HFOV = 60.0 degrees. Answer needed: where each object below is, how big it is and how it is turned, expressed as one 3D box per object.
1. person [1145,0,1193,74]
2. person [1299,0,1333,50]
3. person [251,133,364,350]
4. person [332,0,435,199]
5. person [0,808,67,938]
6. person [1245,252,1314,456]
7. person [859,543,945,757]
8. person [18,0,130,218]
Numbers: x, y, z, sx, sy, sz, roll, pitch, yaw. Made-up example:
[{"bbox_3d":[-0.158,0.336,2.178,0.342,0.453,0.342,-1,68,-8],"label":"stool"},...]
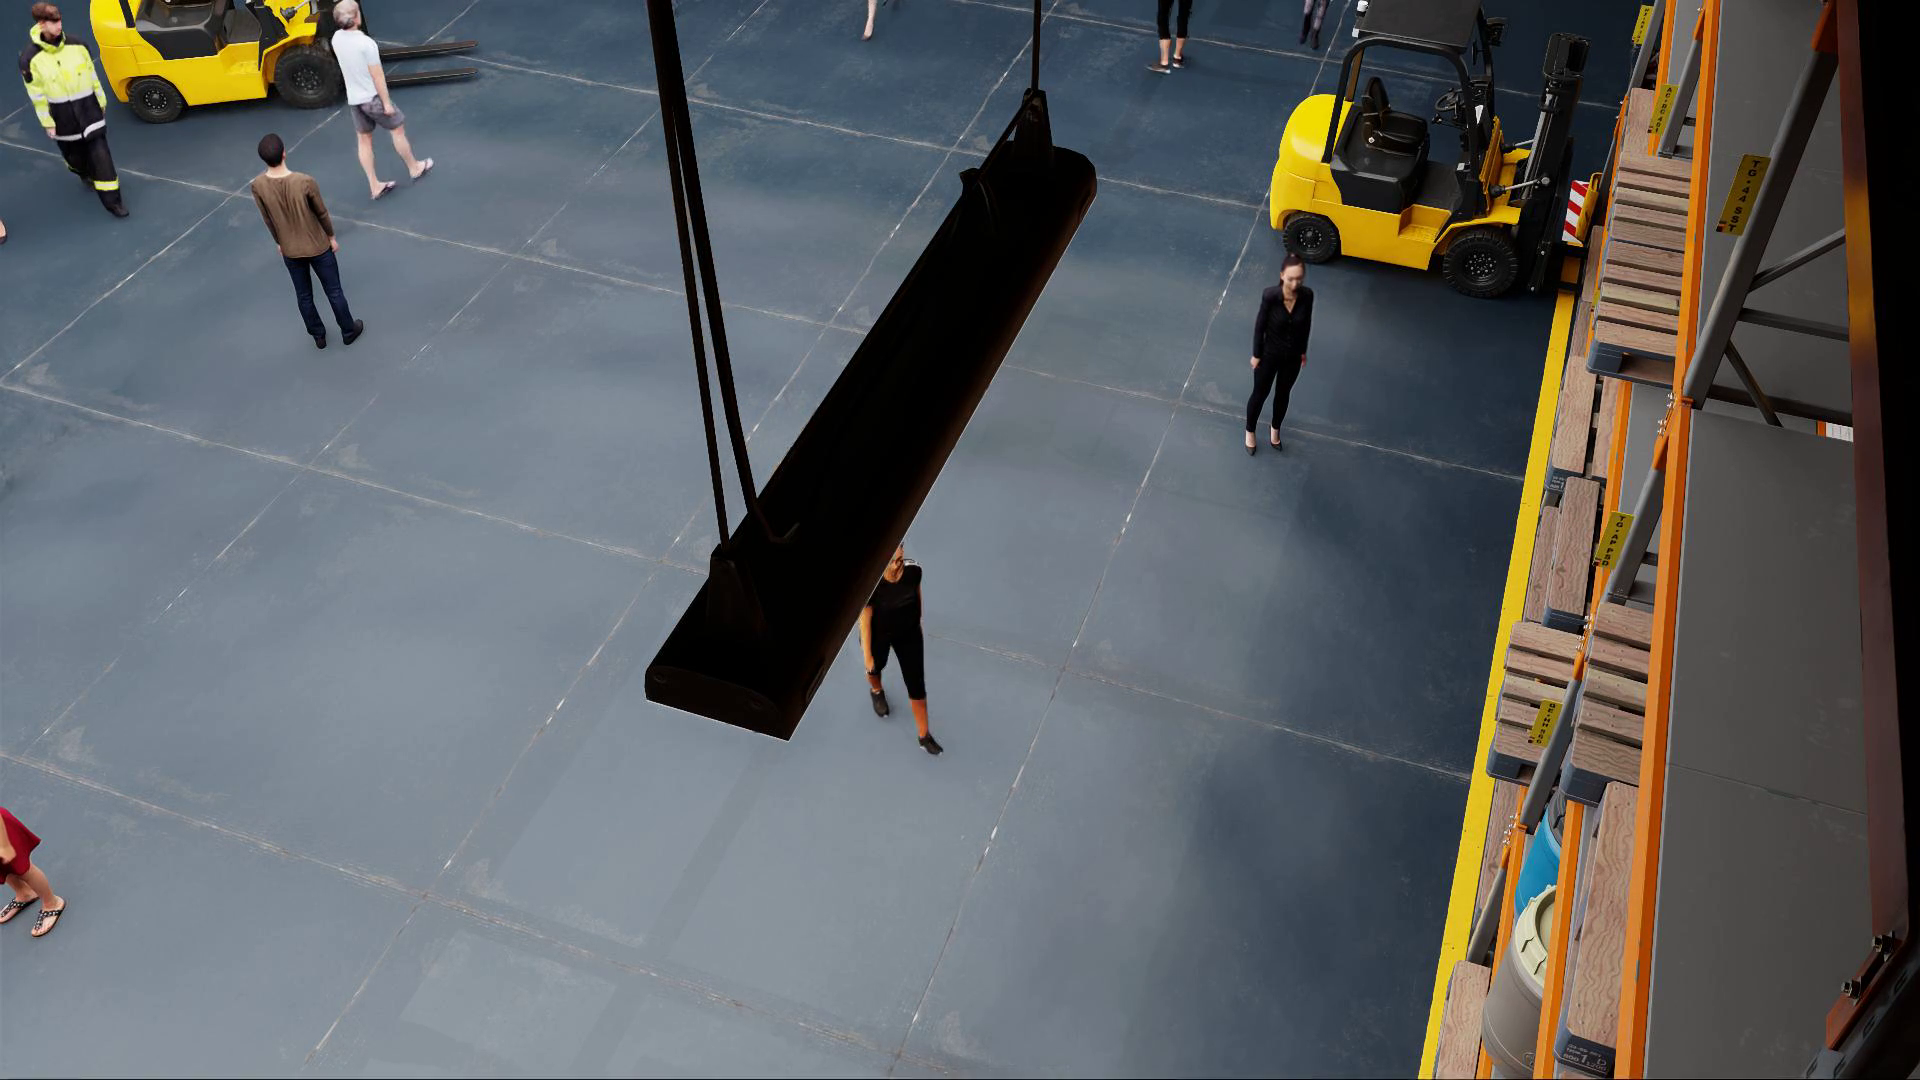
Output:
[{"bbox_3d":[2.183,-5.515,16.542,0.756,1.703,0.815,-7,44,-7],"label":"person"},{"bbox_3d":[3.703,-5.693,17.043,0.531,1.270,0.569,6,44,7],"label":"person"},{"bbox_3d":[-5.155,-2.334,13.069,0.740,1.889,0.741,-6,44,-6],"label":"person"},{"bbox_3d":[-5.300,-3.853,14.721,0.732,1.809,0.954,18,46,18],"label":"person"},{"bbox_3d":[-5.380,1.608,9.174,0.533,1.553,0.588,15,46,15],"label":"person"},{"bbox_3d":[2.326,-1.341,12.155,0.643,1.712,0.647,-8,44,-8],"label":"person"},{"bbox_3d":[-0.460,0.527,10.250,0.993,1.634,1.079,-17,46,-17],"label":"person"},{"bbox_3d":[-7.806,-3.795,14.568,1.197,1.936,1.124,-33,53,-30],"label":"person"}]
